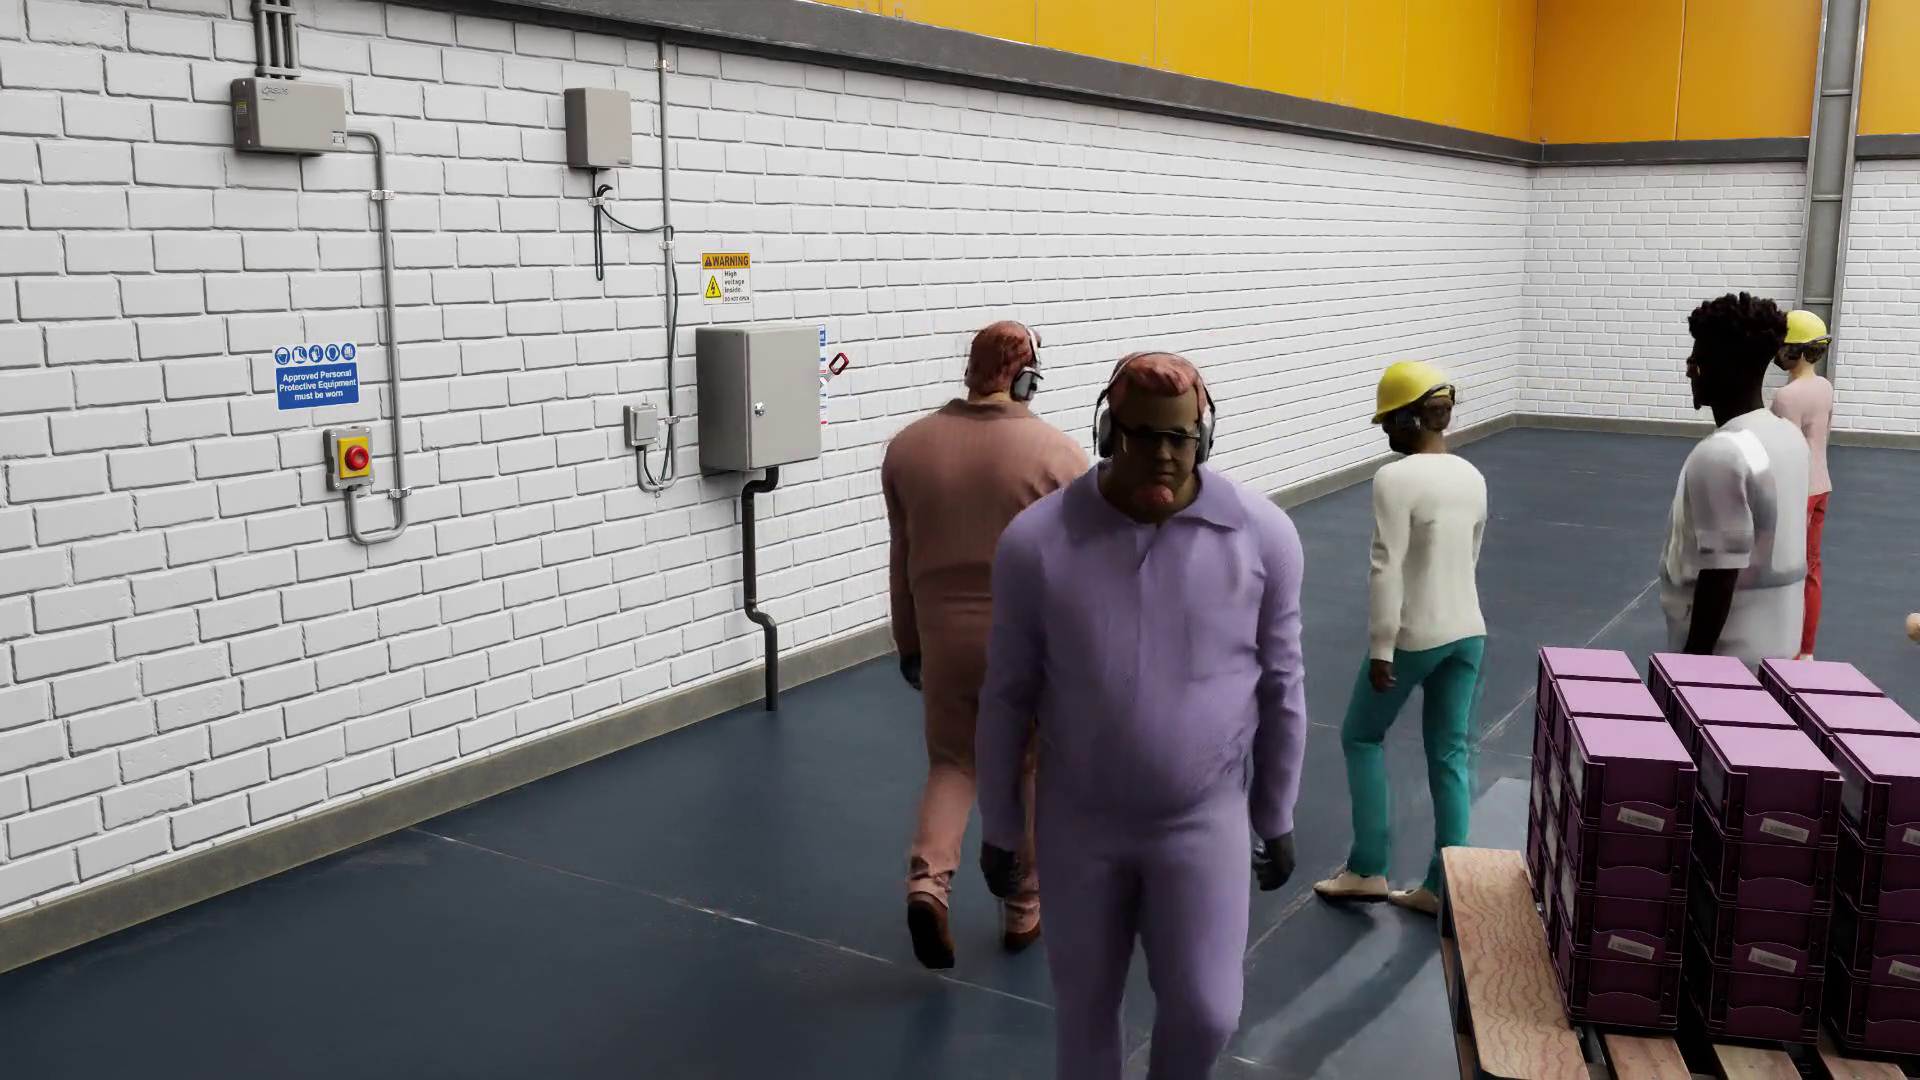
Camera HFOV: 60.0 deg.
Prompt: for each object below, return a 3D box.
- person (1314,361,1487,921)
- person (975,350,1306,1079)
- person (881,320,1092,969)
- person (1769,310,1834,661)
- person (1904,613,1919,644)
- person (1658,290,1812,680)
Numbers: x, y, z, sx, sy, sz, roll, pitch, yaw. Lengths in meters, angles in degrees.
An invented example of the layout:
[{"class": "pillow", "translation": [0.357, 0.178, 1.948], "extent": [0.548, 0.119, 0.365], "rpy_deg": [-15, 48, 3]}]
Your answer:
[{"class": "person", "translation": [1.415, 0.316, 5.192], "extent": [0.573, 1.715, 0.581], "rpy_deg": [-7, 12, -32]}, {"class": "person", "translation": [0.358, 0.561, 3.373], "extent": [0.678, 1.884, 0.434], "rpy_deg": [1, 10, 7]}, {"class": "person", "translation": [0.065, 0.319, 4.750], "extent": [0.664, 1.875, 0.655], "rpy_deg": [3, 11, 18]}, {"class": "person", "translation": [3.991, -0.212, 8.001], "extent": [0.525, 1.769, 0.327], "rpy_deg": [-9, 14, -42]}, {"class": "person", "translation": [4.956, -0.216, 7.995], "extent": [0.653, 1.773, 0.994], "rpy_deg": [2, 10, 8]}, {"class": "person", "translation": [2.145, 0.292, 4.665], "extent": [0.365, 1.965, 0.613], "rpy_deg": [9, 14, 42]}]
